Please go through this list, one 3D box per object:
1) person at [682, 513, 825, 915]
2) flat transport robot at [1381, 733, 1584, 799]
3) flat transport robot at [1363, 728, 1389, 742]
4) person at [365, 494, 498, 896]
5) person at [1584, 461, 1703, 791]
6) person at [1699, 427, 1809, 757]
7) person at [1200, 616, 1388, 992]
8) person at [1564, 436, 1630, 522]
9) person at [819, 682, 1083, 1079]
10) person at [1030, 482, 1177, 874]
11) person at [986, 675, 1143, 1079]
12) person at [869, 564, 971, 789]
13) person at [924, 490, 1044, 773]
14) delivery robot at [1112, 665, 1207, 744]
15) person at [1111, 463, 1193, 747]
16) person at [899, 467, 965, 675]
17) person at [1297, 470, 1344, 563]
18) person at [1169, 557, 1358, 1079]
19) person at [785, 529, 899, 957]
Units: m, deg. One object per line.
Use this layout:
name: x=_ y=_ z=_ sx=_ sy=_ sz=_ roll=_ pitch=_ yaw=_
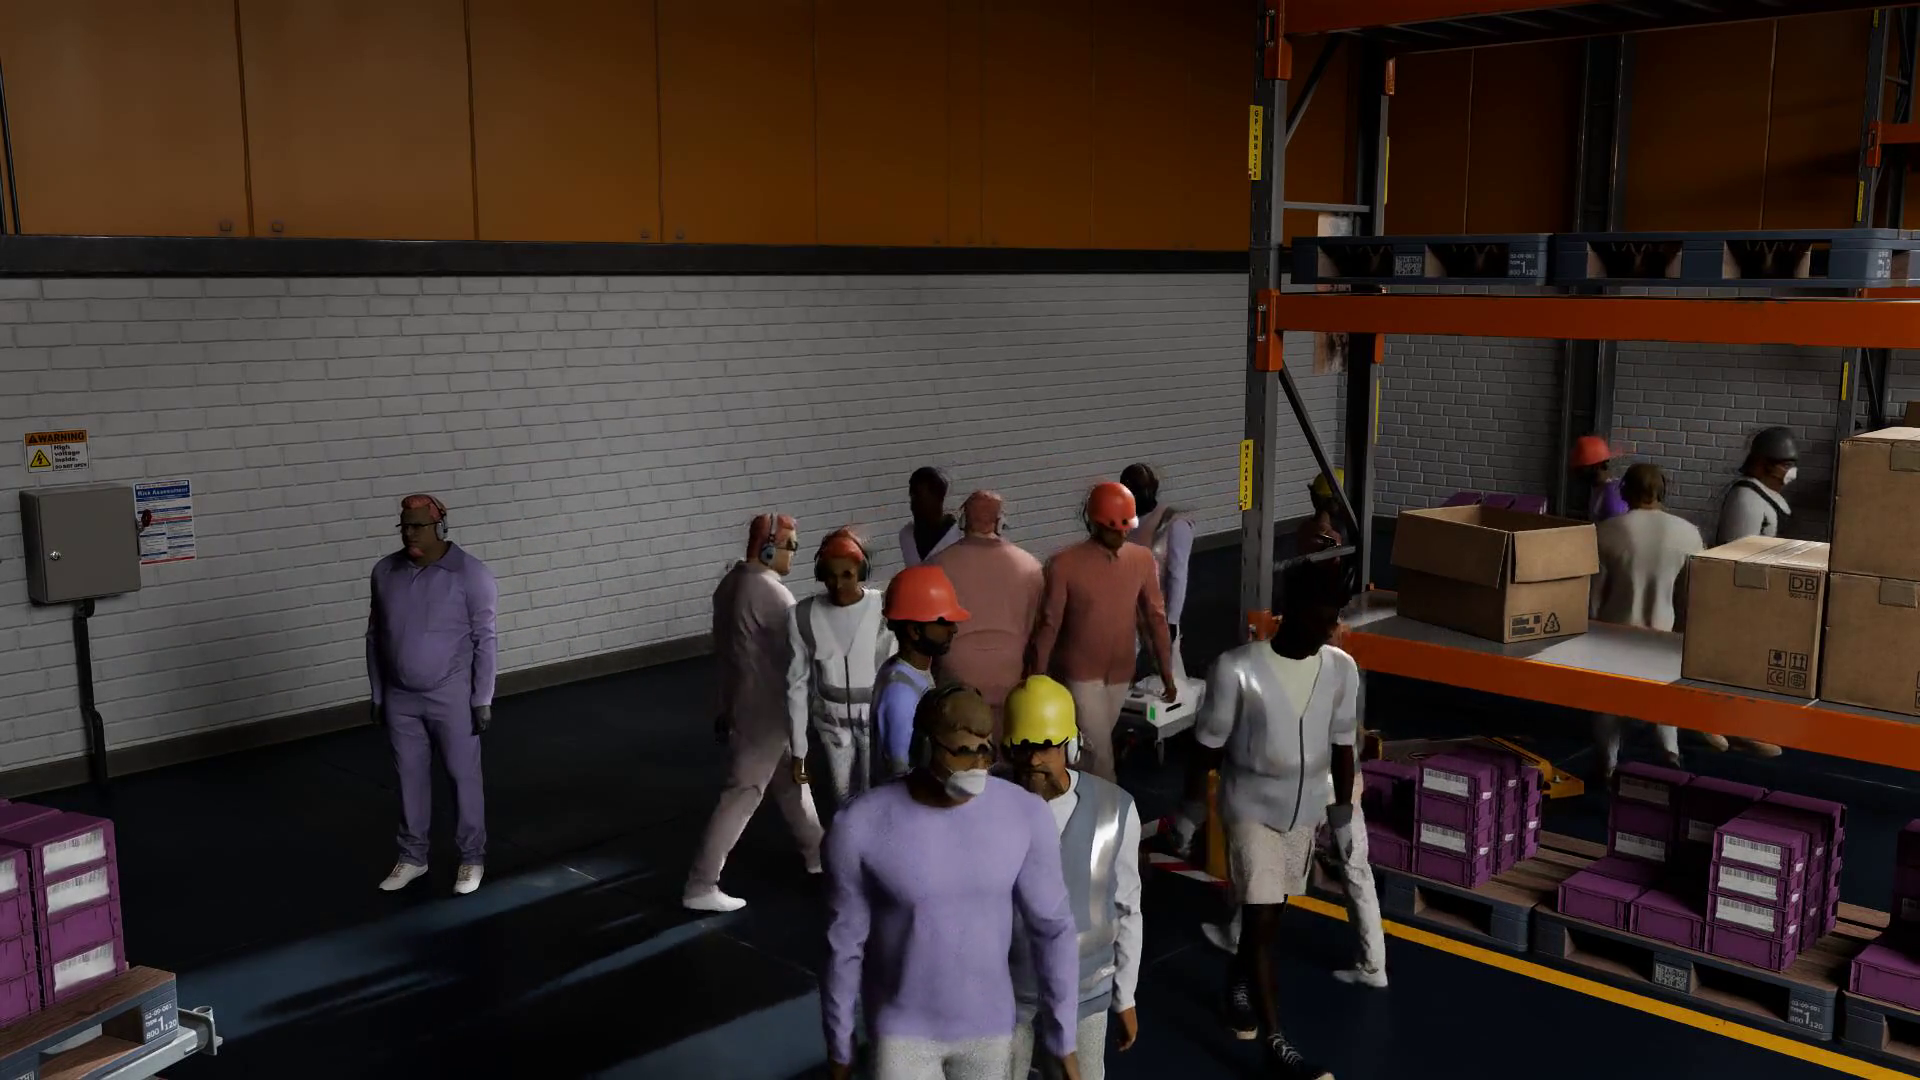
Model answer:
person: x=-0.891 y=0.786 z=7.728 sx=0.996 sy=1.841 sz=0.621 roll=-4 pitch=10 yaw=-24
flat transport robot: x=2.691 y=1.300 z=9.350 sx=1.431 sy=0.197 sz=0.652 roll=-2 pitch=10 yaw=-14
flat transport robot: x=1.971 y=1.152 z=10.264 sx=0.652 sy=0.197 sz=1.431 roll=-4 pitch=10 yaw=-23
person: x=-2.505 y=0.728 z=7.859 sx=0.642 sy=1.909 sz=0.409 roll=1 pitch=9 yaw=8
person: x=3.730 y=0.521 z=9.129 sx=0.636 sy=1.909 sz=0.823 roll=1 pitch=9 yaw=6
person: x=4.808 y=0.318 z=9.961 sx=0.540 sy=2.000 sz=0.695 roll=7 pitch=11 yaw=36
person: x=1.442 y=1.043 z=6.900 sx=0.843 sy=1.596 sz=0.526 roll=9 pitch=13 yaw=43
person: x=4.438 y=0.206 z=11.361 sx=1.162 sy=1.828 sz=0.559 roll=2 pitch=10 yaw=14
person: x=-0.035 y=1.297 z=4.354 sx=0.649 sy=1.906 sz=0.656 roll=-3 pitch=10 yaw=-16
person: x=0.724 y=0.652 z=8.288 sx=0.691 sy=1.921 sz=1.068 roll=-5 pitch=10 yaw=-27
person: x=0.221 y=1.275 z=4.733 sx=0.600 sy=1.831 sz=0.404 roll=0 pitch=9 yaw=1
person: x=-0.142 y=1.040 z=5.853 sx=0.361 sy=1.938 sz=0.546 roll=0 pitch=9 yaw=-1
person: x=0.033 y=0.681 z=8.299 sx=0.729 sy=1.855 sz=0.893 roll=-3 pitch=10 yaw=-18
delivery robot: x=1.212 y=0.992 z=10.084 sx=0.477 sy=0.478 sz=0.707 roll=7 pitch=12 yaw=37
person: x=1.147 y=0.422 z=10.057 sx=0.620 sy=1.805 sz=0.926 roll=7 pitch=12 yaw=39
person: x=-0.170 y=0.544 z=9.084 sx=0.615 sy=1.869 sz=0.959 roll=8 pitch=12 yaw=41
person: x=2.132 y=0.457 z=10.036 sx=0.437 sy=1.770 sz=0.556 roll=-1 pitch=9 yaw=-7
person: x=1.166 y=1.016 z=6.107 sx=0.691 sy=1.899 sz=0.928 roll=-3 pitch=10 yaw=-18
person: x=-0.452 y=0.865 z=7.146 sx=0.605 sy=1.859 sz=0.595 roll=2 pitch=10 yaw=13
